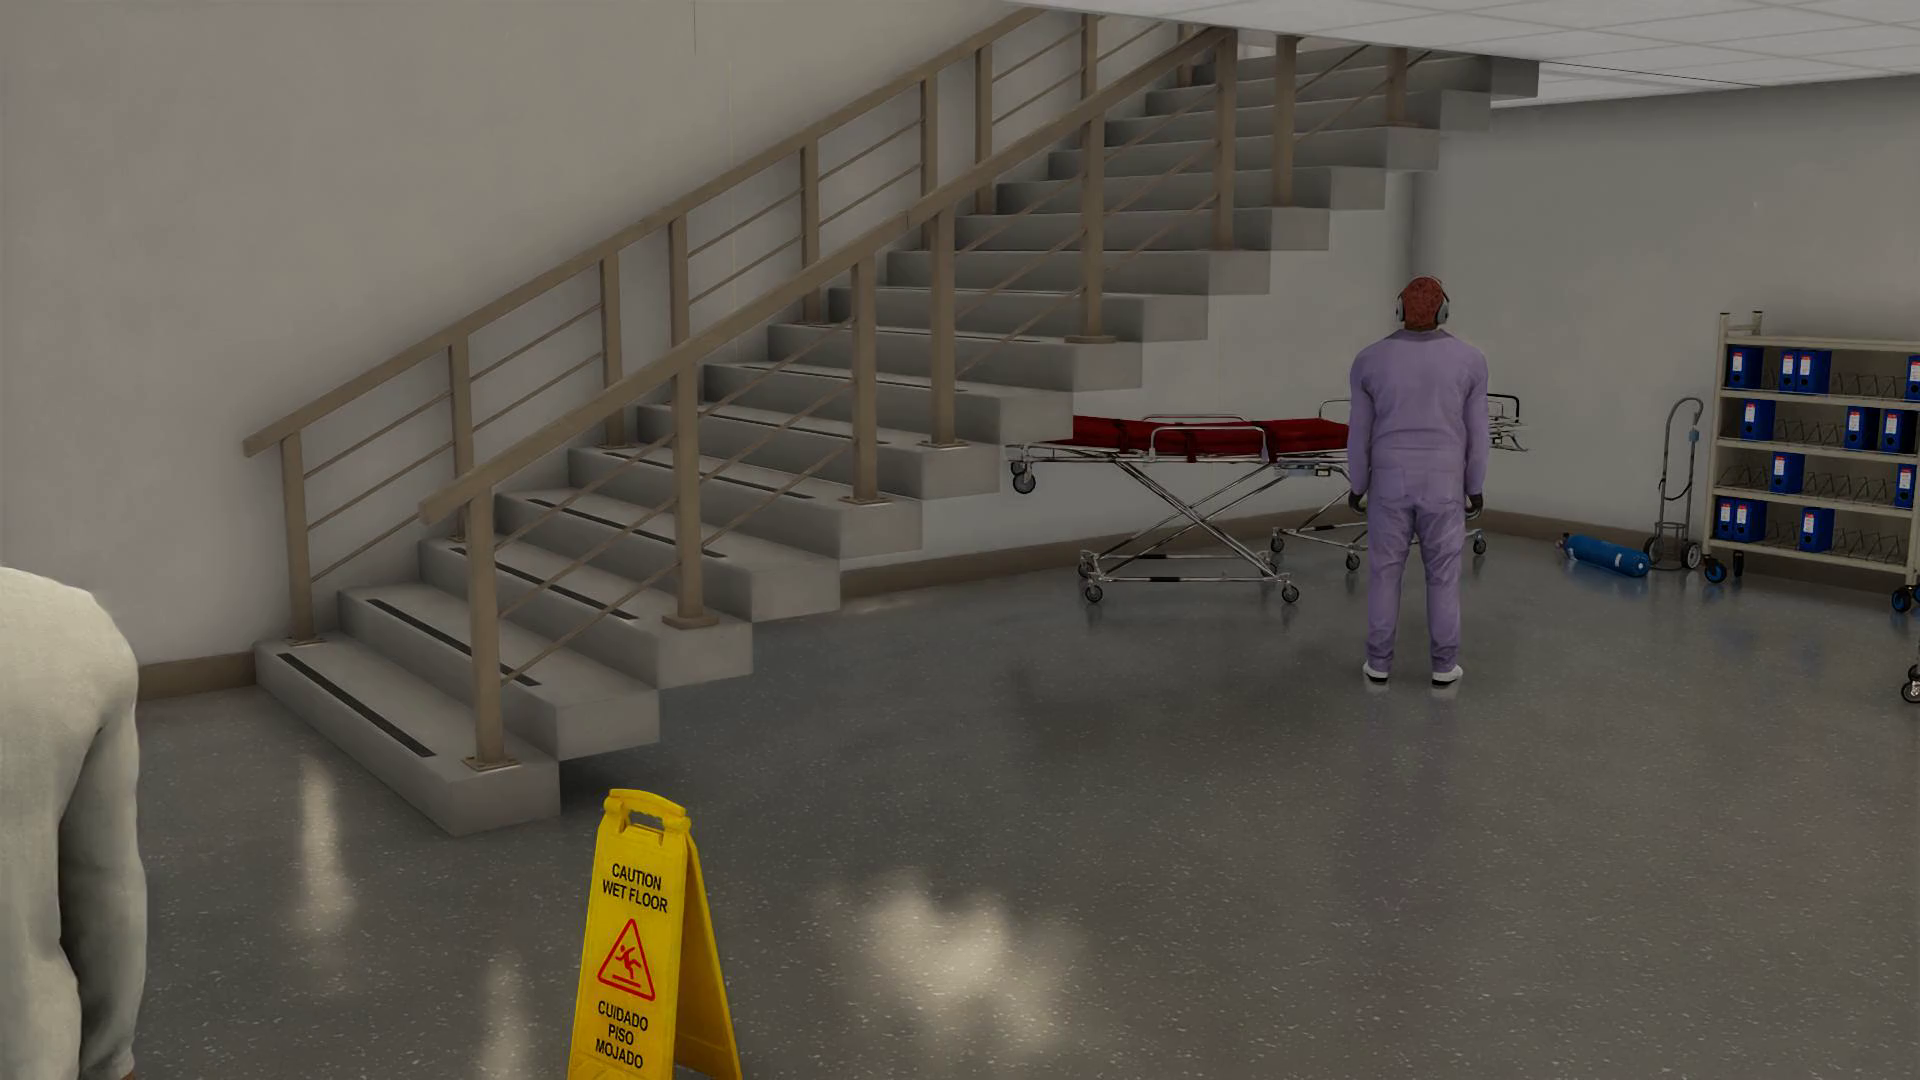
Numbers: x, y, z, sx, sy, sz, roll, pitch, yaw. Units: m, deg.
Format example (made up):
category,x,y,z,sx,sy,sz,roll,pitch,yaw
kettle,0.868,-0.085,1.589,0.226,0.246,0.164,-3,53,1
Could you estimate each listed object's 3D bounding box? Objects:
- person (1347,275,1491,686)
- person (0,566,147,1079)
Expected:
category,x,y,z,sx,sy,sz,roll,pitch,yaw
person,2.136,-0.271,7.786,0.639,1.911,0.406,3,10,17
person,-1.269,0.718,1.998,0.358,1.939,0.636,5,11,28
